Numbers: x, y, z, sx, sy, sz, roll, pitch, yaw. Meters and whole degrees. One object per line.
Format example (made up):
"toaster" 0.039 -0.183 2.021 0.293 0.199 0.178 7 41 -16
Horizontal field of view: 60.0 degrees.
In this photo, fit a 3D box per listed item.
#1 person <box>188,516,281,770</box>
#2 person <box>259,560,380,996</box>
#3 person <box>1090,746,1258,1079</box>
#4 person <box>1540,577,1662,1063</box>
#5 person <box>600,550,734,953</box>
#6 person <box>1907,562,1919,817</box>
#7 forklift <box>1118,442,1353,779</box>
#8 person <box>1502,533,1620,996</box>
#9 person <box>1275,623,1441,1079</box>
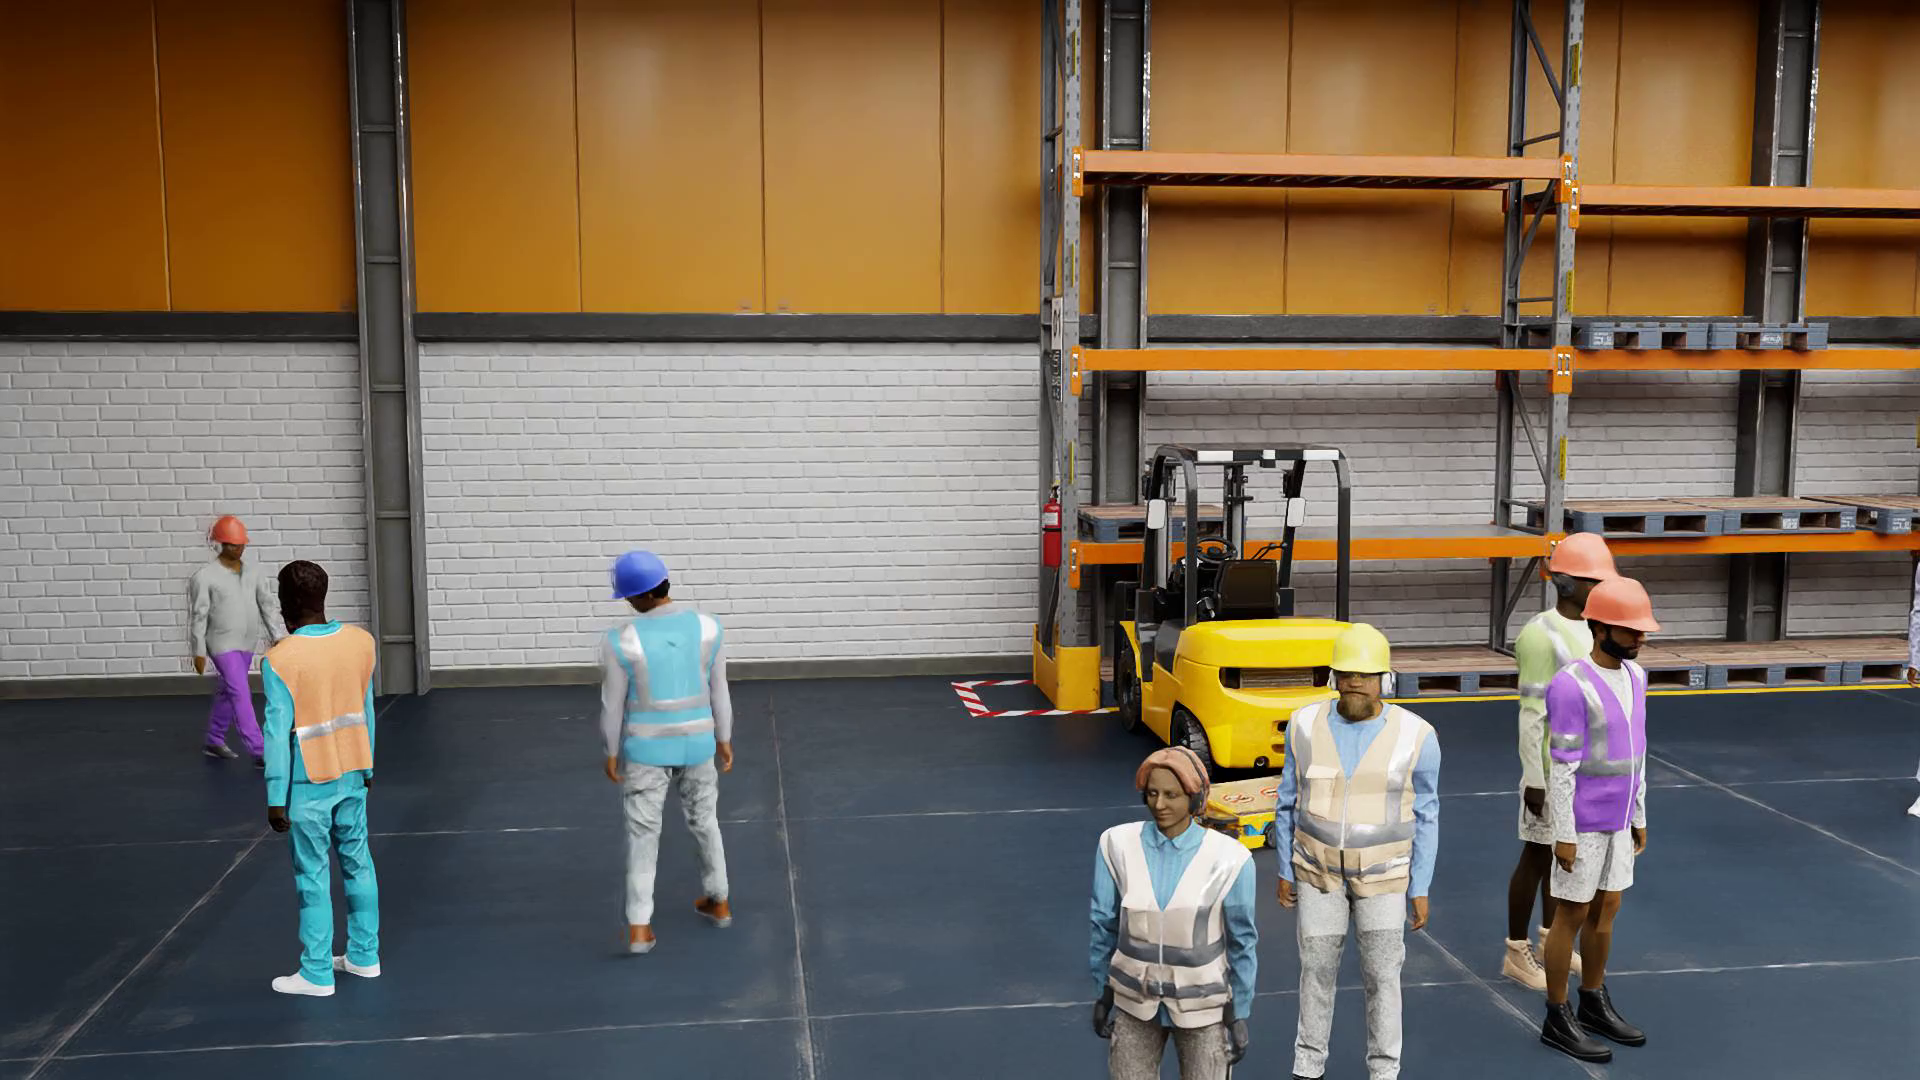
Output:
"person" -4.888 0.686 11.271 0.901 1.703 0.560 3 7 22
"person" -2.792 1.039 7.299 0.401 1.911 0.590 3 7 26
"person" 0.643 1.428 5.056 0.514 1.641 0.315 3 7 22
"person" 2.573 1.103 6.647 0.543 1.931 0.388 -5 8 -35
"person" -1.373 0.980 7.914 0.651 1.893 0.574 -3 7 -25
"person" 6.012 0.732 9.952 0.600 1.915 0.376 5 8 37
"forklift" 1.912 0.418 11.496 1.214 2.155 2.313 -1 7 -8
"person" 2.673 0.977 7.316 0.603 2.035 0.408 -6 9 -41
"person" 1.438 1.211 6.098 0.593 1.837 0.404 3 7 24
